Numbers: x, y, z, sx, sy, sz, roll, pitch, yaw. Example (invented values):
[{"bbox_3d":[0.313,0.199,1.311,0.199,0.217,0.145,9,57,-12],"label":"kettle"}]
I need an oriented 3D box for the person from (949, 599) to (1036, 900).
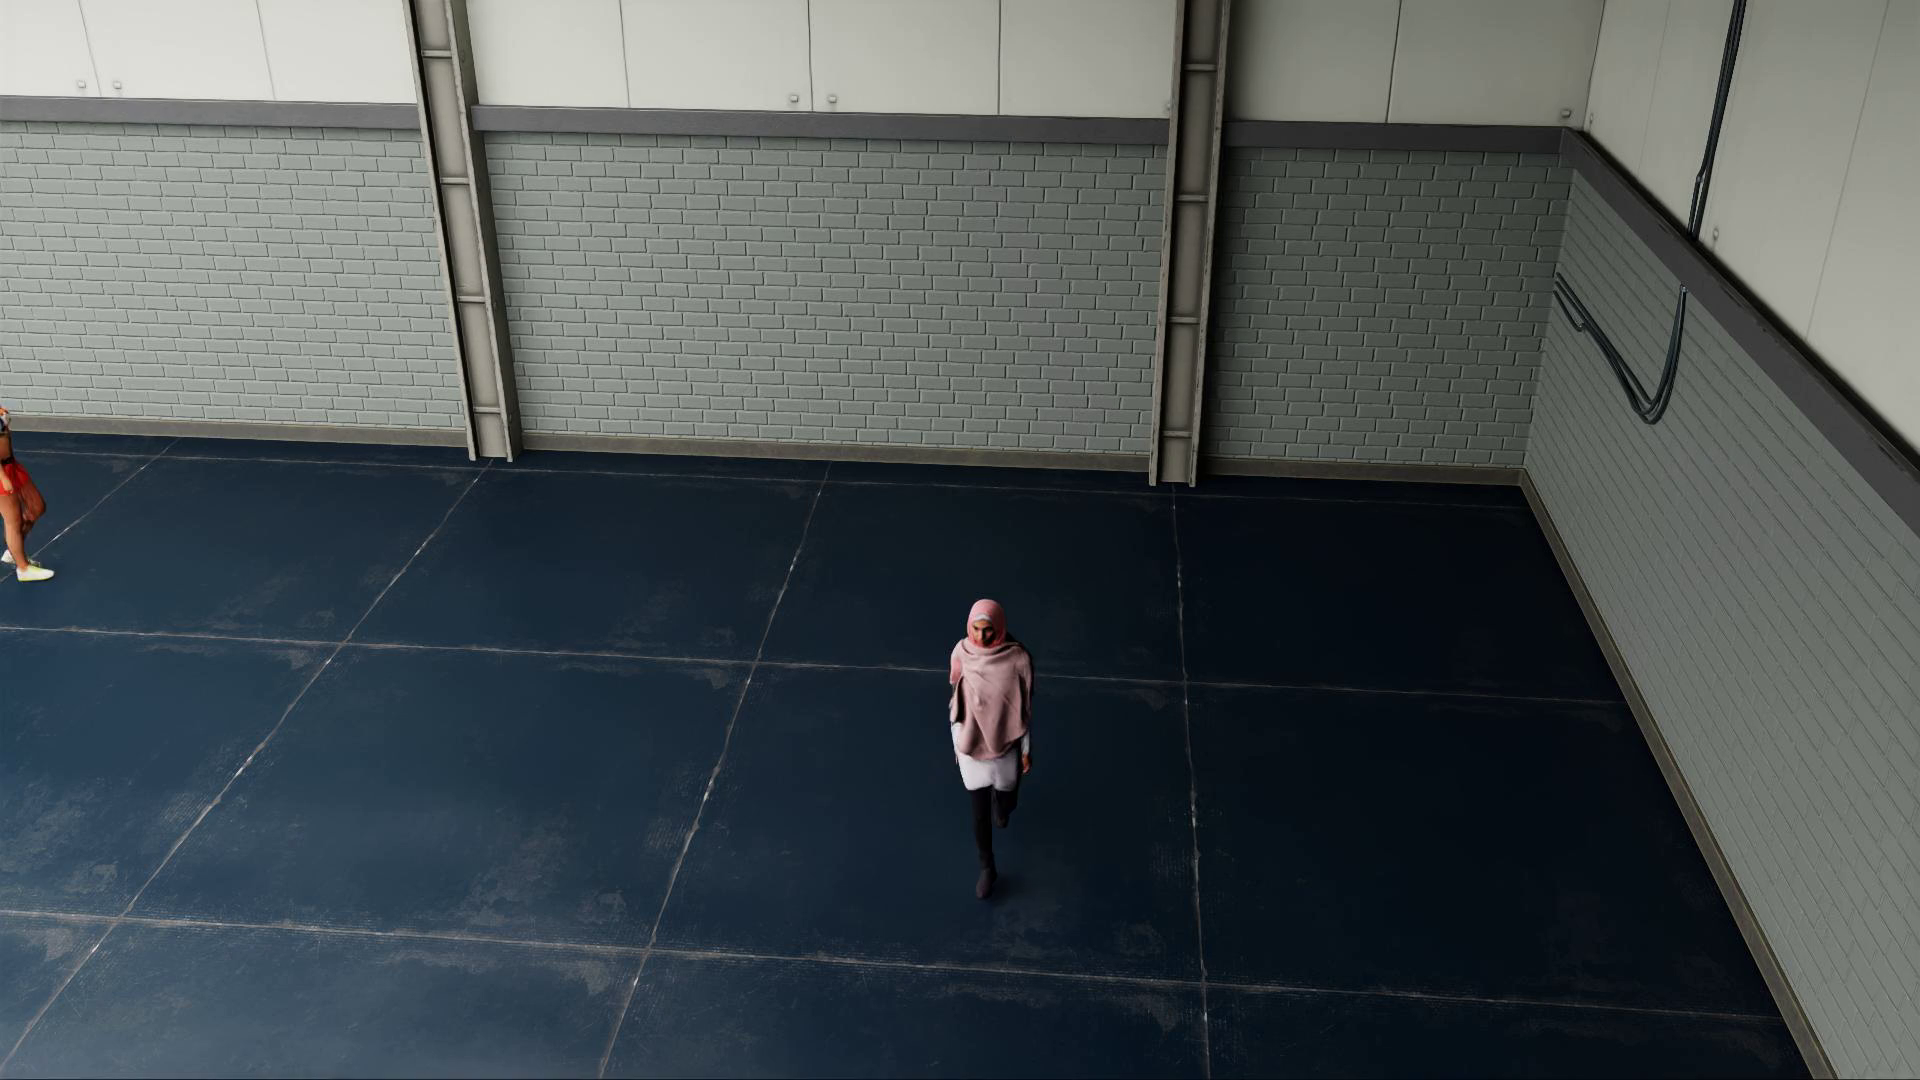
[{"bbox_3d":[0.178,1.104,9.268,0.865,1.781,0.667,3,27,6],"label":"person"}]

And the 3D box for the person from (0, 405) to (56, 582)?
[{"bbox_3d":[-7.204,-0.478,12.343,0.685,1.780,0.636,-5,28,-9],"label":"person"}]
